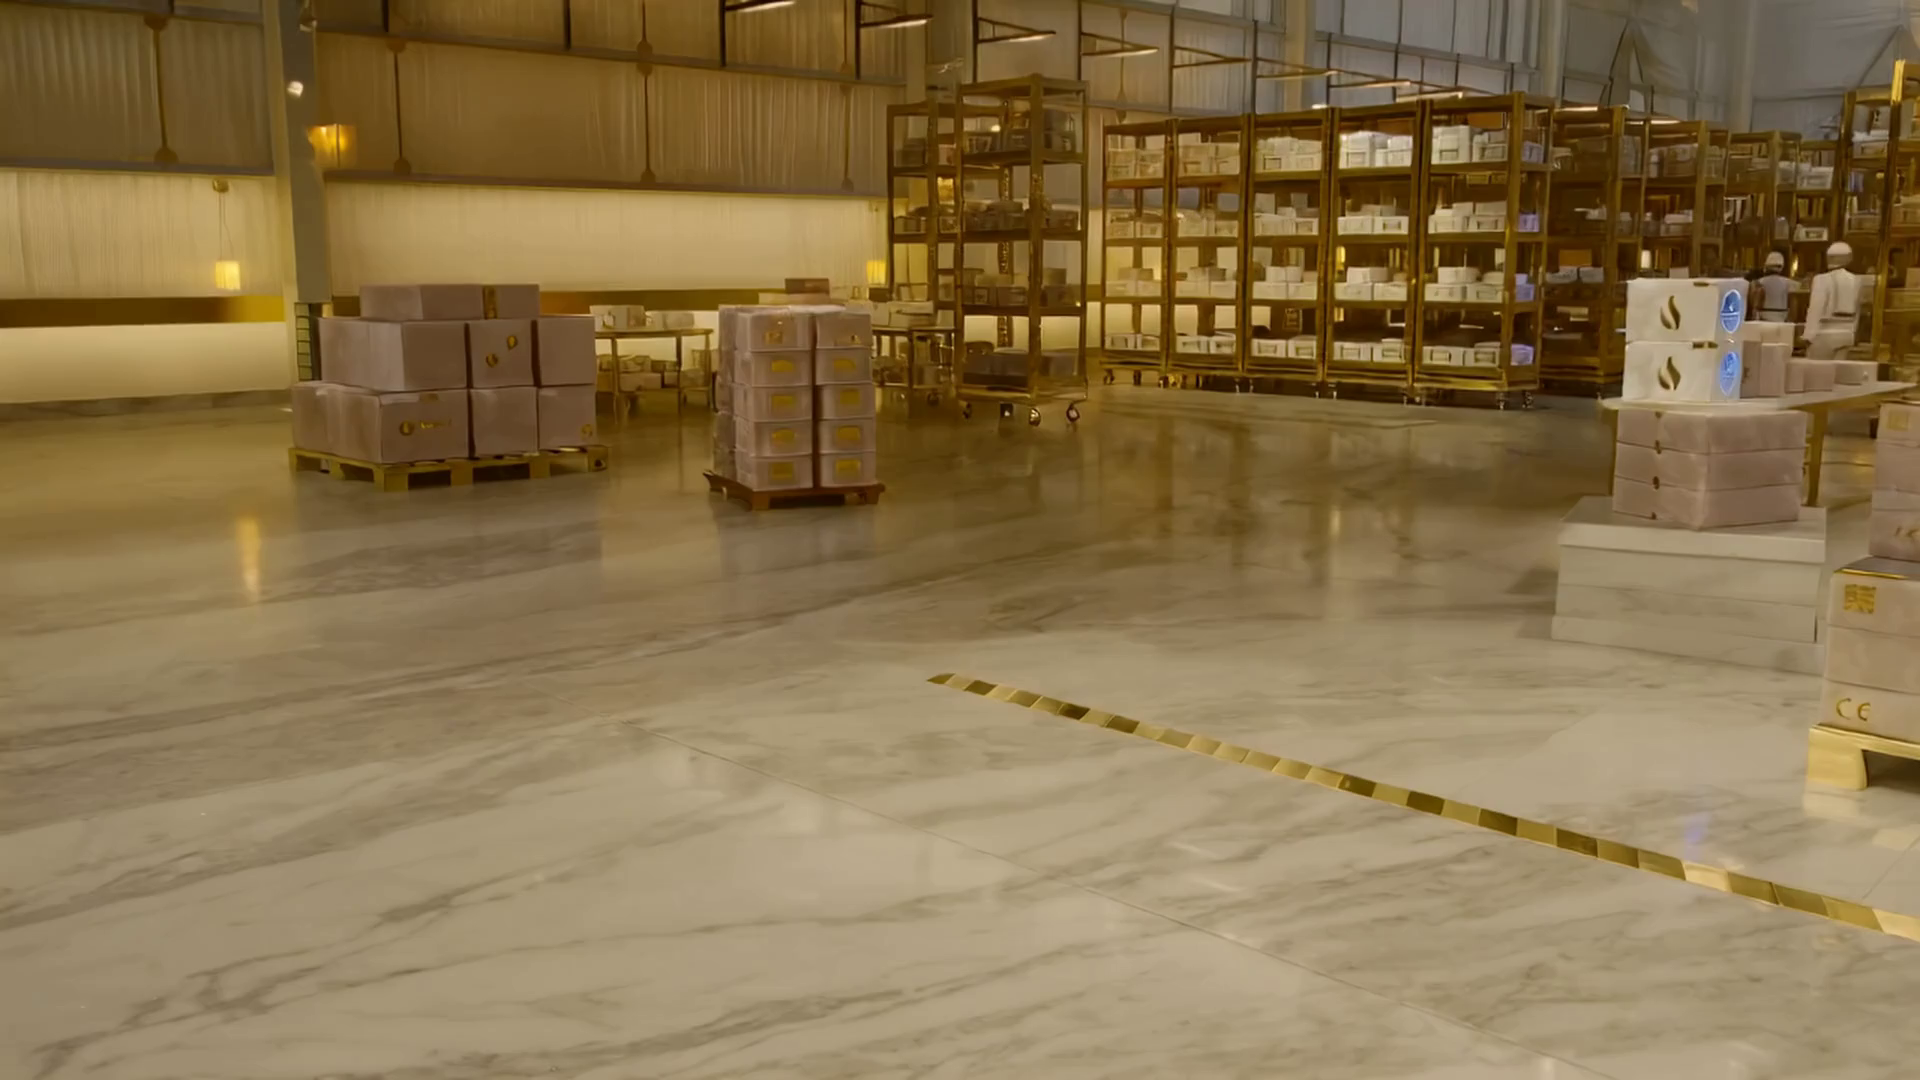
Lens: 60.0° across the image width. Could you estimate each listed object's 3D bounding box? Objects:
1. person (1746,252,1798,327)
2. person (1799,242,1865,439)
[{"bbox_3d":[9.930,-2.605,20.421,0.599,1.830,0.404,1,10,9],"label":"person"},{"bbox_3d":[8.423,-1.939,16.207,0.668,1.902,0.487,-3,10,-15],"label":"person"}]
